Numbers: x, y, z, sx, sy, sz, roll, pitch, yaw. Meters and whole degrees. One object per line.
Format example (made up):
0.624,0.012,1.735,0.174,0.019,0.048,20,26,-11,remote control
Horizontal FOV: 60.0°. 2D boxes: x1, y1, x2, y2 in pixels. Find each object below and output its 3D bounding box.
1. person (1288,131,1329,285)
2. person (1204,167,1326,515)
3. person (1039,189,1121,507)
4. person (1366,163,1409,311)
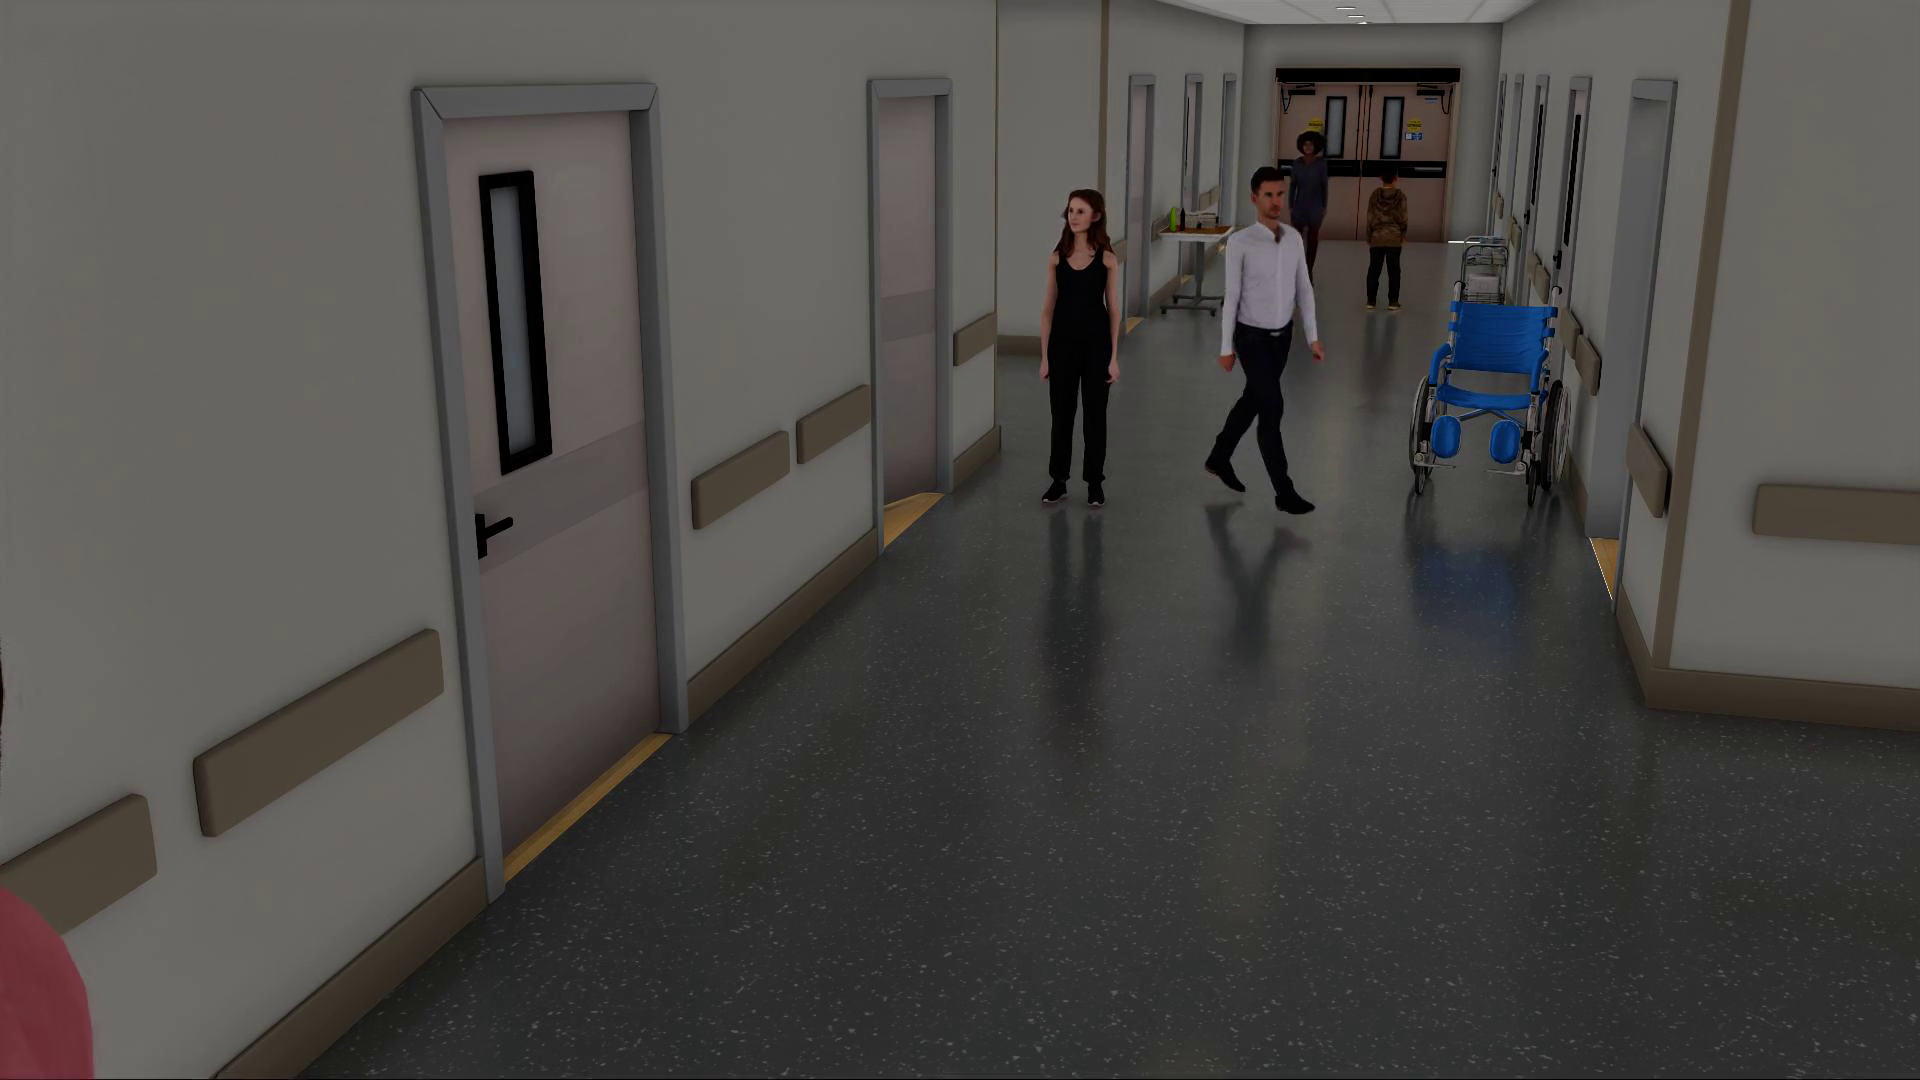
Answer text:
3.941,-3.738,18.752,0.595,1.701,0.646,5,16,16,person
1.612,-1.100,9.163,1.194,1.828,1.277,-8,18,-27,person
0.672,-1.048,9.136,0.595,1.743,0.505,3,16,12,person
4.318,-3.073,16.848,0.603,1.455,0.599,7,17,22,person
